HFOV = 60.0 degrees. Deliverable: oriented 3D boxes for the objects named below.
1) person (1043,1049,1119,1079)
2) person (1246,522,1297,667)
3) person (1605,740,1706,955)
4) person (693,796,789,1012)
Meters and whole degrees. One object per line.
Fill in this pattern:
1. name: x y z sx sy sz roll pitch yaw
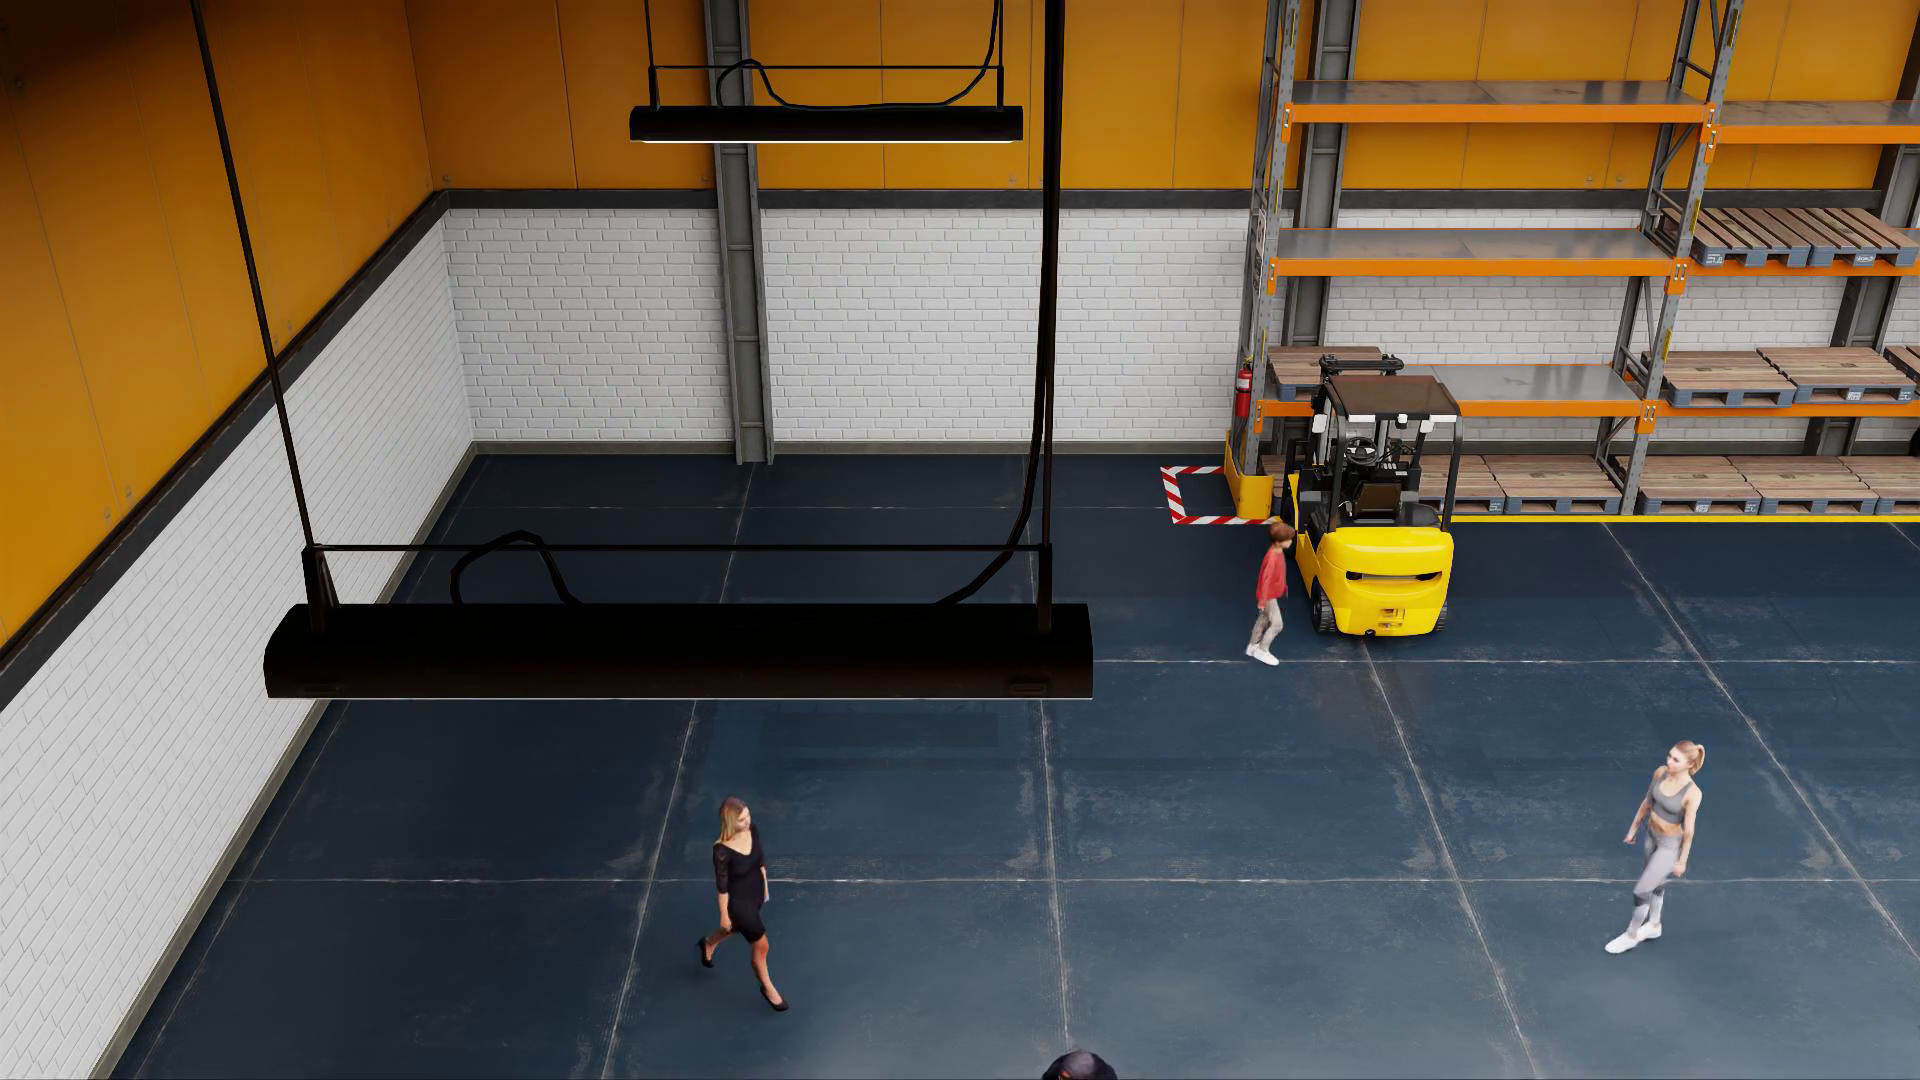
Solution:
1. person: 0.628 3.382 9.045 0.717 1.673 0.827 11 31 20
2. person: 2.659 0.451 14.704 0.618 1.399 0.584 8 30 14
3. person: 4.896 2.078 11.414 0.816 1.694 0.696 -8 30 -14
4. person: -1.483 2.354 10.957 1.102 1.646 0.890 15 32 25
